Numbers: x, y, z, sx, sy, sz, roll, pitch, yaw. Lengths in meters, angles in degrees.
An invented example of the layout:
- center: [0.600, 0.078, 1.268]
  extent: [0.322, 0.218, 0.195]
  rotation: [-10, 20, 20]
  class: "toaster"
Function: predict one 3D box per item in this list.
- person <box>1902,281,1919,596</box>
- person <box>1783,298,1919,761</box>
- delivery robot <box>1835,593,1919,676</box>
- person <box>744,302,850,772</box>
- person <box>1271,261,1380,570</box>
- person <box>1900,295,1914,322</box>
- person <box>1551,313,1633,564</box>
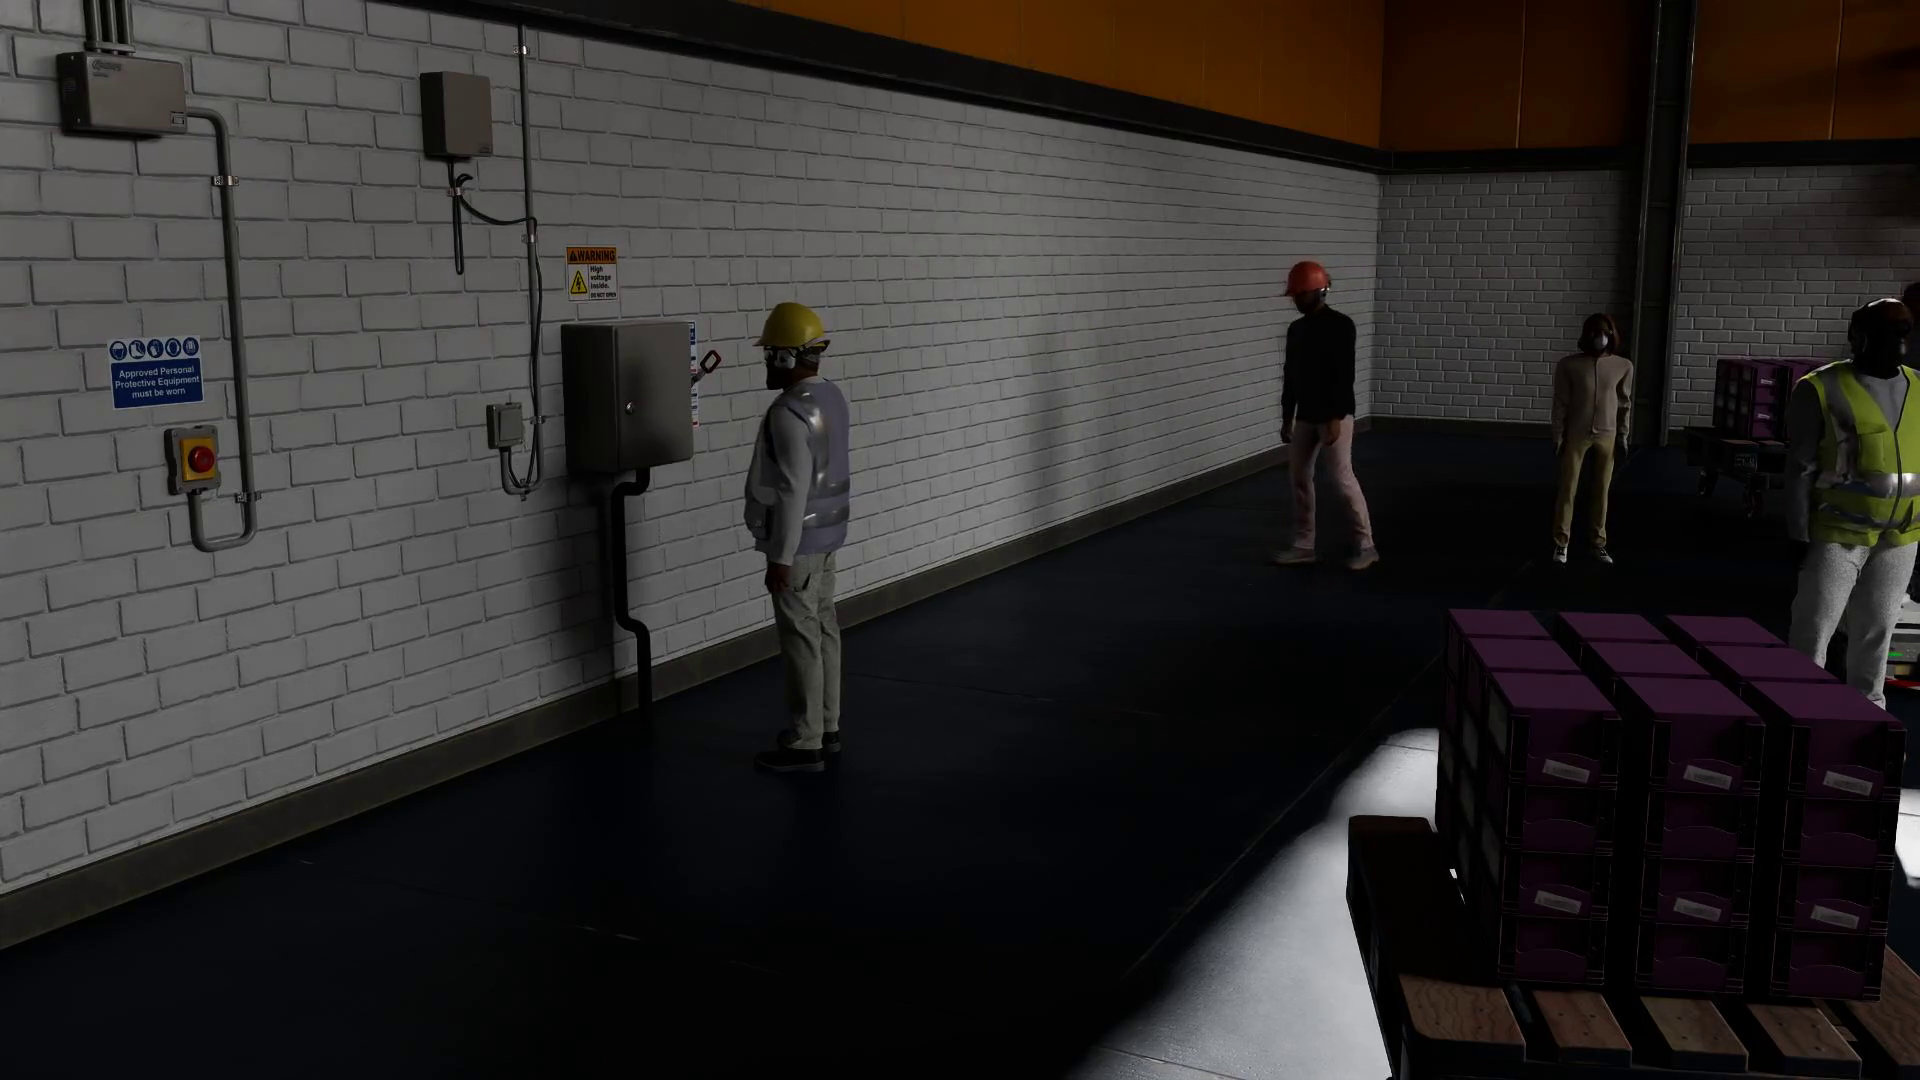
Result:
- center: [5.792, -0.580, 9.749]
  extent: [0.812, 1.875, 0.415]
  rotation: [5, 11, 29]
  class: "person"
- center: [3.584, -0.028, 6.607]
  extent: [0.625, 1.847, 0.429]
  rotation: [-1, 10, -4]
  class: "person"
- center: [4.286, 0.357, 7.833]
  extent: [0.477, 0.478, 0.707]
  rotation: [1, 10, 9]
  class: "delivery robot"
- center: [-0.640, -0.010, 6.531]
  extent: [0.404, 1.830, 0.601]
  rotation: [2, 10, 13]
  class: "person"
- center: [2.342, -0.789, 10.662]
  extent: [0.580, 1.967, 0.769]
  rotation: [-5, 11, -29]
  class: "person"
- center: [6.356, -0.722, 10.777]
  extent: [0.712, 1.809, 0.719]
  rotation: [-4, 11, -22]
  class: "person"
- center: [4.112, -0.659, 10.856]
  extent: [0.499, 1.636, 0.286]
  rotation: [1, 10, 5]
  class: "person"
